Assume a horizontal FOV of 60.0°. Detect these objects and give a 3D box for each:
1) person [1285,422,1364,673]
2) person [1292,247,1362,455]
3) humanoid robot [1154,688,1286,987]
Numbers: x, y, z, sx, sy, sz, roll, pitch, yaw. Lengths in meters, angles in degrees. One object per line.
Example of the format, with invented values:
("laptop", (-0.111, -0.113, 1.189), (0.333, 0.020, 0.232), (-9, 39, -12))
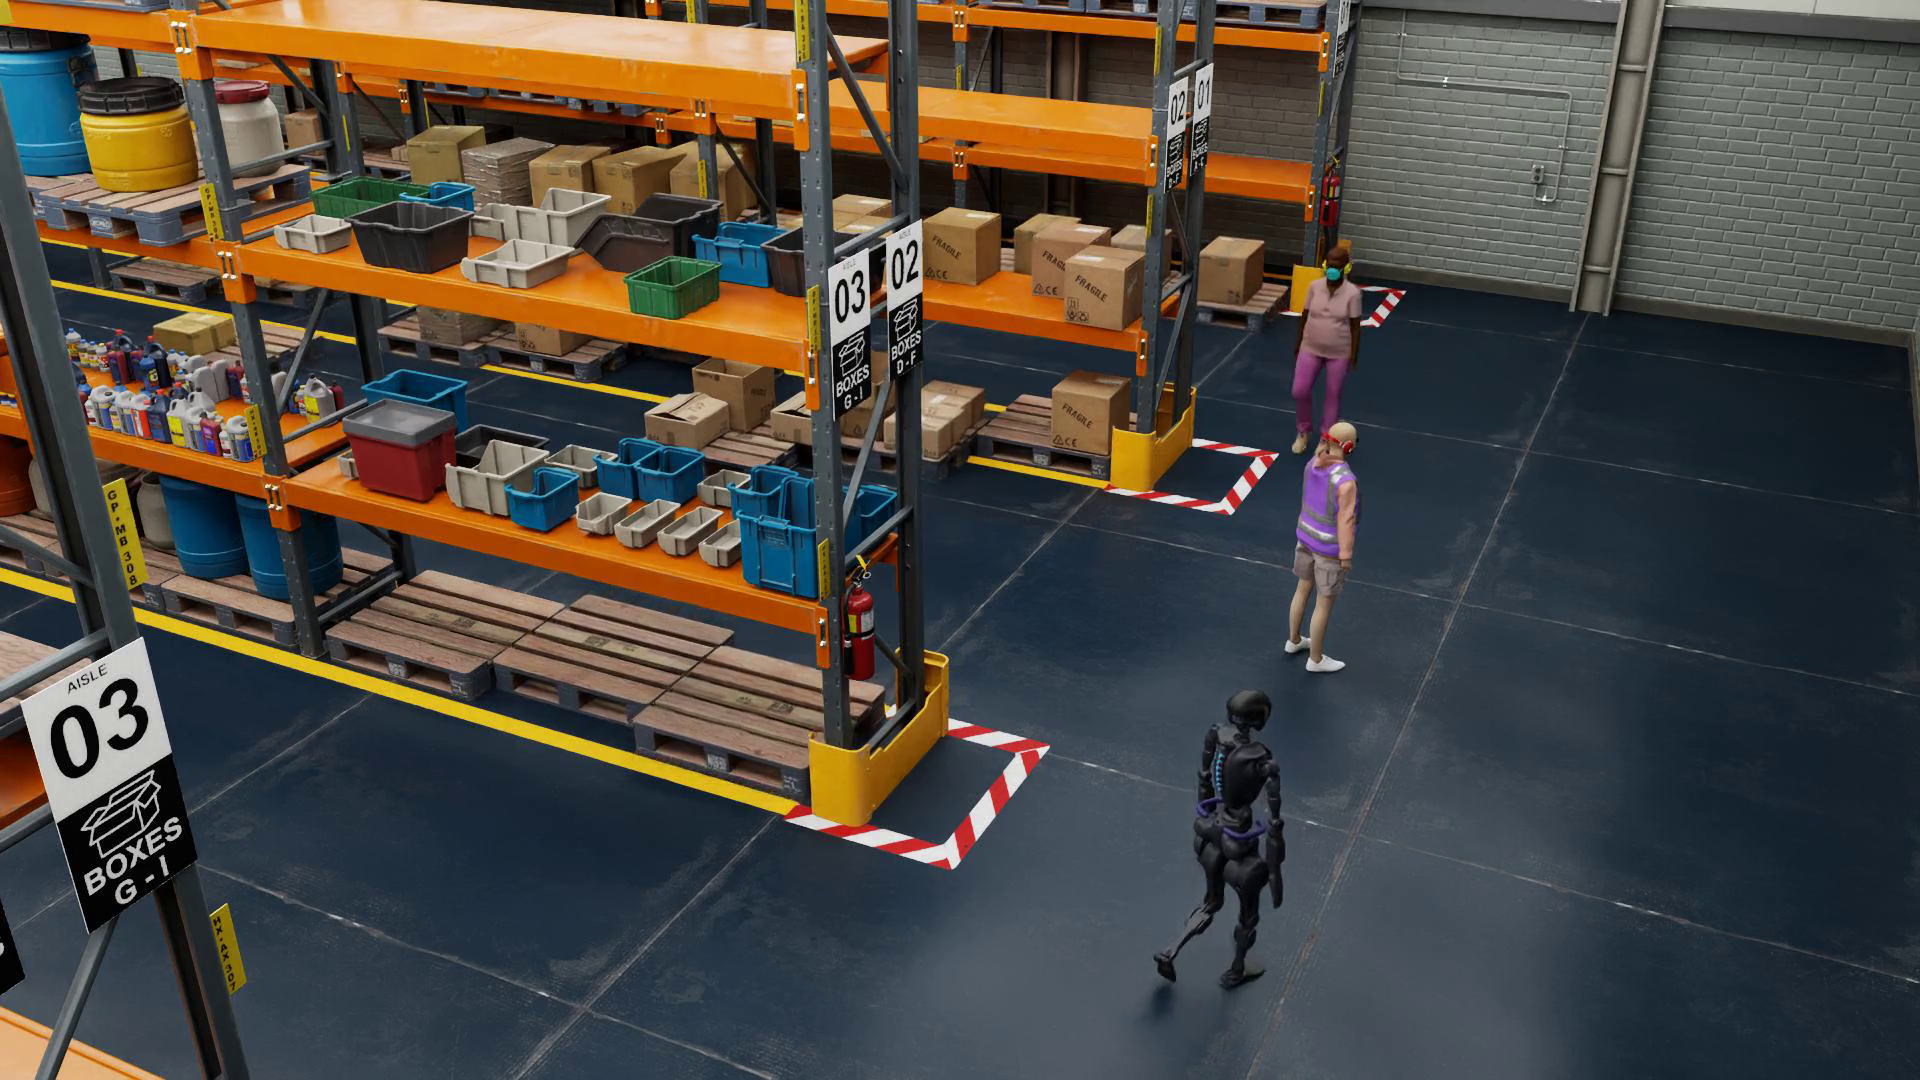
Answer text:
("person", (2.330, 0.041, 10.624), (0.352, 1.688, 0.489), (-11, 28, -21))
("person", (2.993, -1.519, 13.657), (0.552, 1.784, 0.479), (11, 28, 22))
("humanoid robot", (1.241, 1.439, 7.803), (0.536, 1.639, 0.609), (-16, 30, -29))
